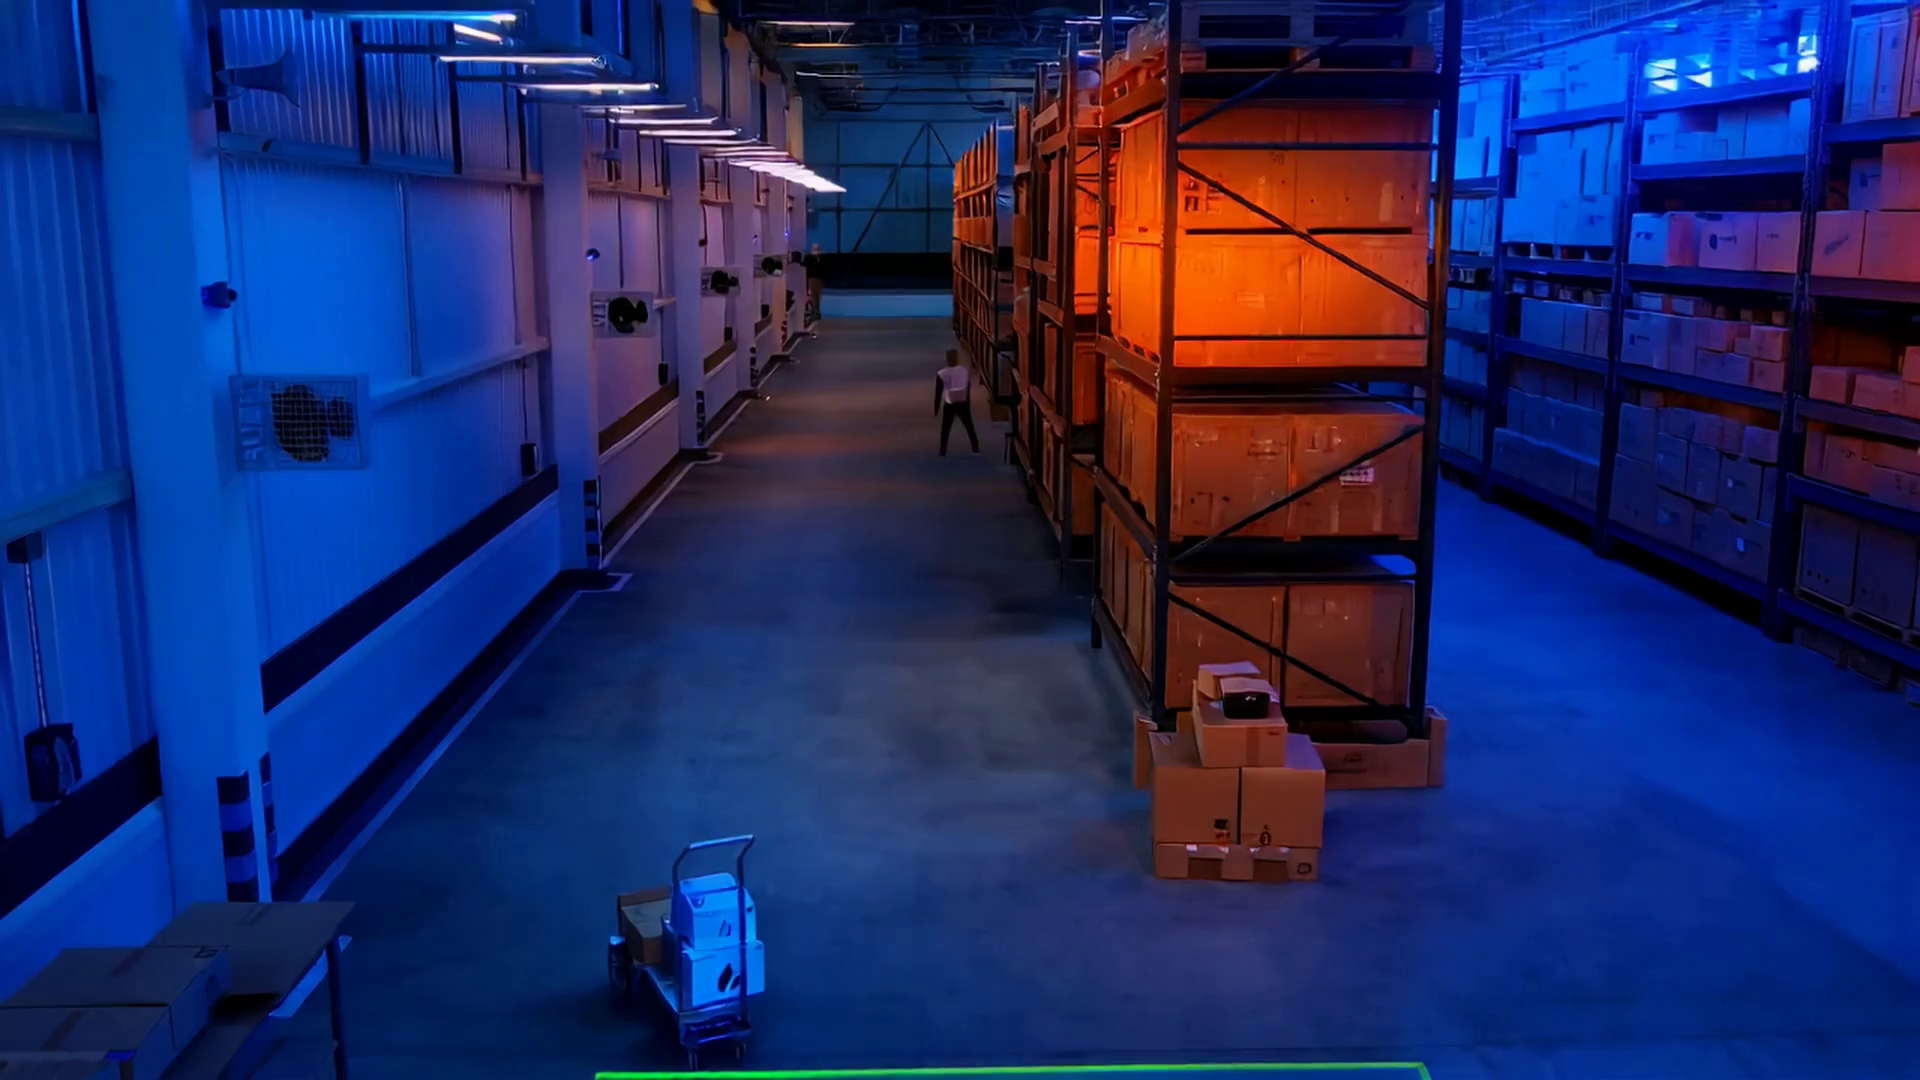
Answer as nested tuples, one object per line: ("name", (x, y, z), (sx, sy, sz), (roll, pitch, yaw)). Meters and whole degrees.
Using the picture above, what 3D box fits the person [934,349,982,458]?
("person", (-0.044, -2.322, 28.571), (0.794, 1.879, 0.544), (-2, 11, -8))
